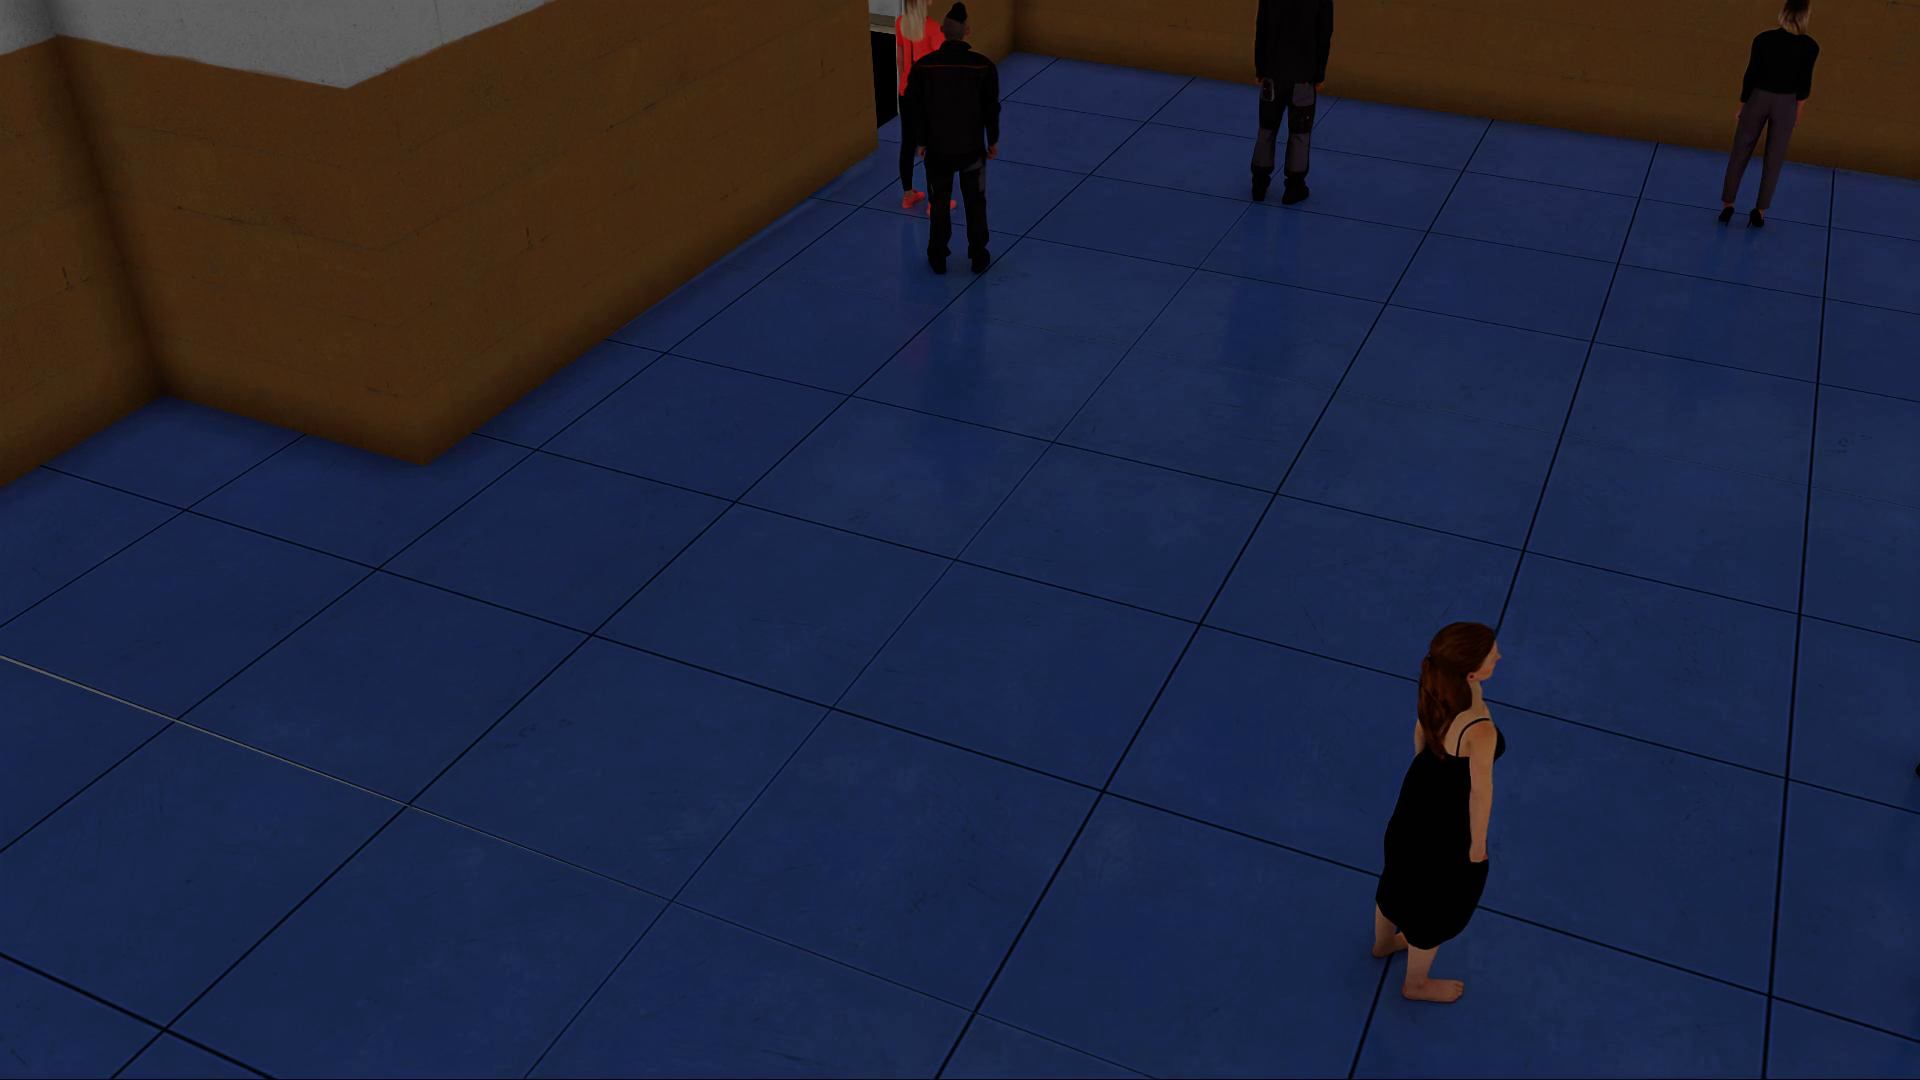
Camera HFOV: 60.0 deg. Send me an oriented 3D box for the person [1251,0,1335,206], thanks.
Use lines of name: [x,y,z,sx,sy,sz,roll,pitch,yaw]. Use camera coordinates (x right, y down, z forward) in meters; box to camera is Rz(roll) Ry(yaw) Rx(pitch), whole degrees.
person: [2.419,-3.434,12.198,0.528,1.946,0.763,12,36,18]

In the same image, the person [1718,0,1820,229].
person: [5.761,-3.037,11.850,0.479,1.672,0.666,17,37,24]

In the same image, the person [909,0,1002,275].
person: [-0.022,-2.685,11.129,0.729,1.861,0.908,1,34,2]

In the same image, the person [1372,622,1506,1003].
person: [1.693,0.956,5.891,0.730,1.624,0.677,-9,35,-13]

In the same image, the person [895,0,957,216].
person: [-0.286,-3.223,12.111,0.561,1.693,0.707,26,41,33]
